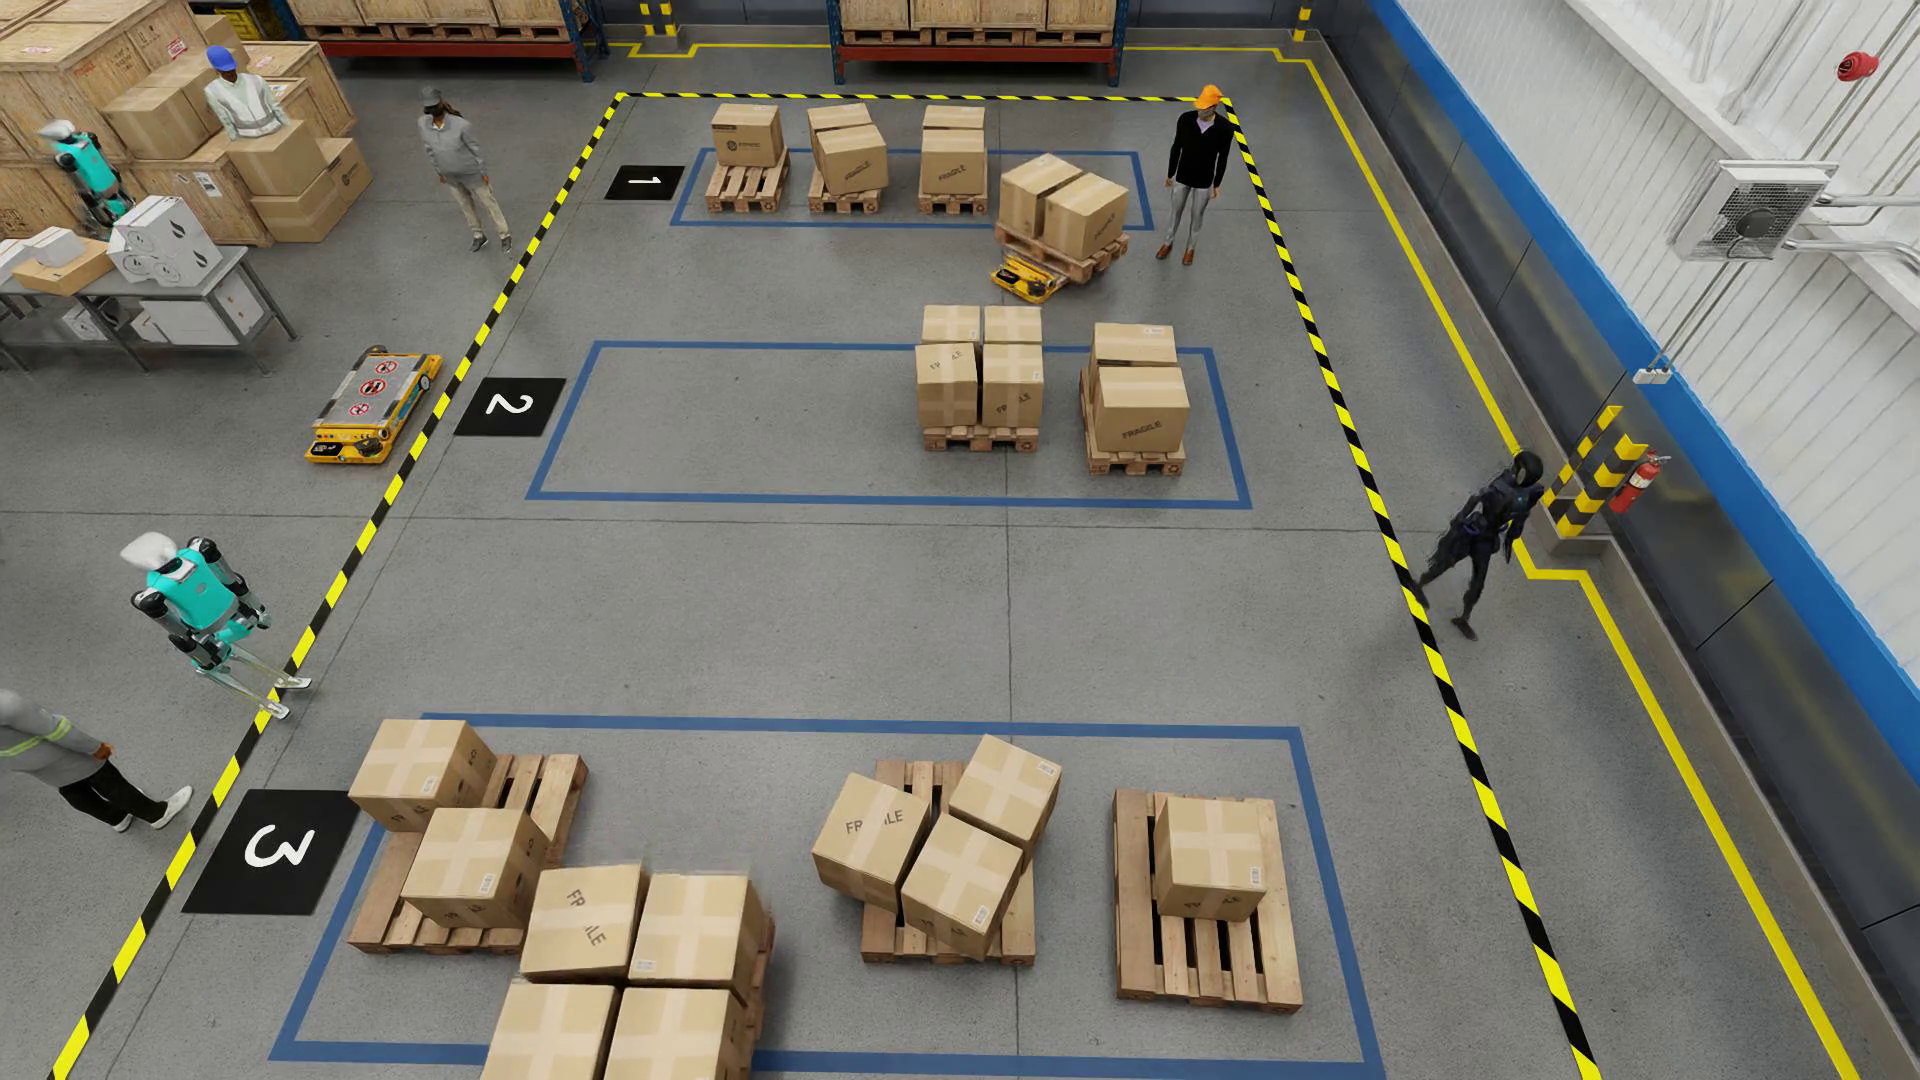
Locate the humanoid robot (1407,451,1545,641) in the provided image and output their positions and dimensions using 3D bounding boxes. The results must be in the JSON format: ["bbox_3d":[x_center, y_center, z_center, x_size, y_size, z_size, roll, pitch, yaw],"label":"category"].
[{"bbox_3d":[3.641,0.047,6.413,0.588,1.637,0.645,-8,50,-7],"label":"humanoid robot"}]

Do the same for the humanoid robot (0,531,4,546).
[{"bbox_3d":[-8.003,-0.461,6.840,0.324,1.649,0.602,31,56,24],"label":"humanoid robot"}]

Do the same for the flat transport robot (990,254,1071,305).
[{"bbox_3d":[1.048,-3.066,9.943,0.652,0.197,1.431,35,58,26],"label":"flat transport robot"}]

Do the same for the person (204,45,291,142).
[{"bbox_3d":[-7.542,-4.357,9.962,0.604,1.939,0.412,-34,58,-25],"label":"person"}]

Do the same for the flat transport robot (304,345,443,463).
[{"bbox_3d":[-5.383,-1.269,8.441,0.659,0.231,1.431,1,50,1],"label":"flat transport robot"}]

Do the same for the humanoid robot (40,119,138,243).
[{"bbox_3d":[-8.748,-3.335,9.260,1.059,1.769,0.539,-2,50,-1],"label":"humanoid robot"}]

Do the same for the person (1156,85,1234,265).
[{"bbox_3d":[2.422,-3.744,9.479,0.587,1.880,0.386,21,53,17],"label":"person"}]

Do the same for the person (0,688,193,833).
[{"bbox_3d":[-5.310,1.181,5.330,0.597,1.850,0.386,-2,50,-1],"label":"person"}]

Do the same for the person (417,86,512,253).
[{"bbox_3d":[-5.241,-3.888,9.672,0.572,1.769,0.397,1,50,1],"label":"person"}]

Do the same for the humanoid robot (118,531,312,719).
[{"bbox_3d":[-4.843,0.543,5.861,0.735,1.672,0.533,10,50,8],"label":"humanoid robot"}]
